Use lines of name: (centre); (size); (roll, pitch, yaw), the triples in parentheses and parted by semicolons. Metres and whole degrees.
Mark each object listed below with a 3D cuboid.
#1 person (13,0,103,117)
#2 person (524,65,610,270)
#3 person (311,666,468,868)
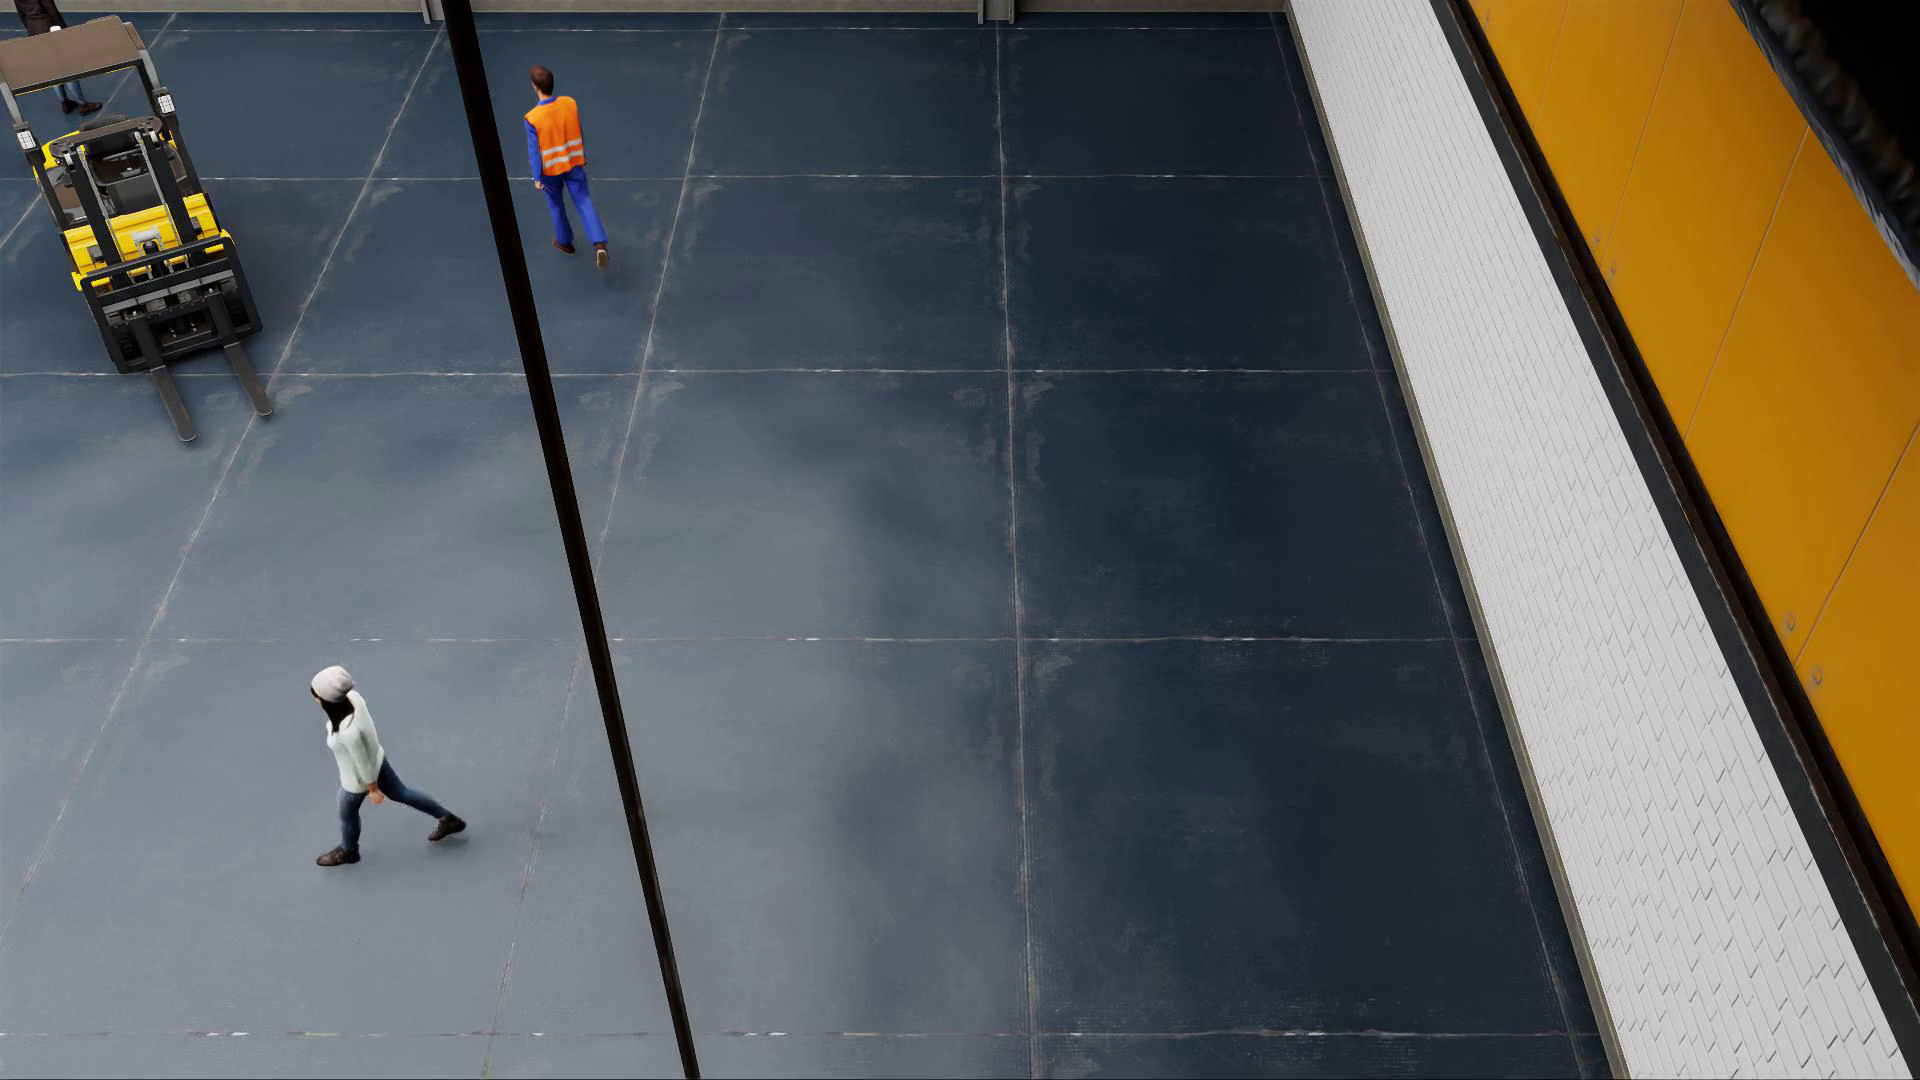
person: (-8.834, -4.899, 16.110); (0.638, 1.634, 0.759); (11, 45, 11)
person: (-3.333, -3.128, 14.098); (1.148, 1.844, 1.144); (-29, 51, -27)
person: (-3.361, 1.306, 9.617); (1.175, 1.606, 0.780); (-10, 45, -10)
